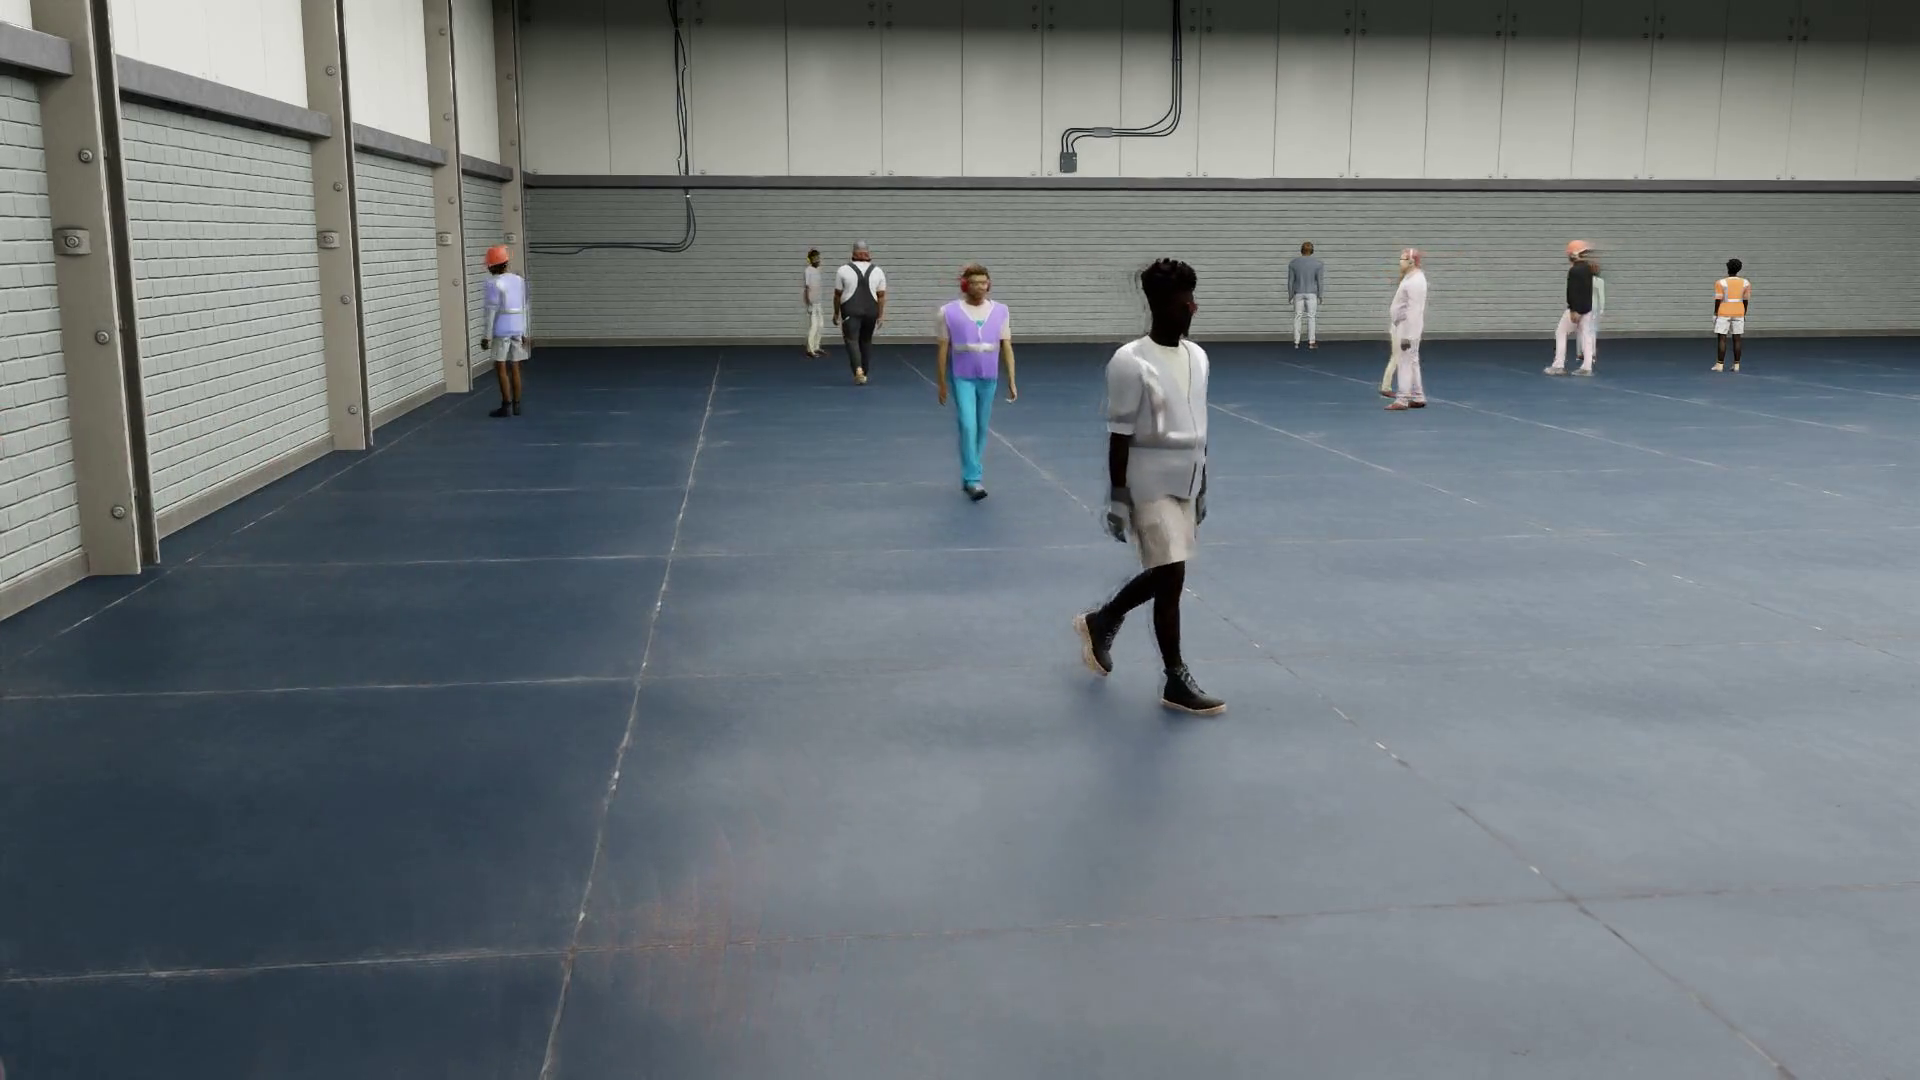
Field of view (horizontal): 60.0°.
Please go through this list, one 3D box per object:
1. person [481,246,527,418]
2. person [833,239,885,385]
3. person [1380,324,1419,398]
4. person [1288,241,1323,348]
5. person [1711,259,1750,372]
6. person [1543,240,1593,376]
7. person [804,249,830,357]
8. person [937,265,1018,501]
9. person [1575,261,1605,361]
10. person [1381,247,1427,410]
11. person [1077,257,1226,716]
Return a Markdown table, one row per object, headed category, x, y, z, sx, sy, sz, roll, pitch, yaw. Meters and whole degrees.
| category | x | y | z | sx | sy | sz | roll | pitch | yaw |
| --- | --- | --- | --- | --- | --- | --- | --- | --- | --- |
| person | -5.096 | -2.325 | 18.692 | 0.390 | 1.905 | 0.596 | 6 | 12 | 29 |
| person | -1.374 | -3.156 | 22.876 | 0.683 | 2.000 | 0.945 | -3 | 11 | -17 |
| person | 5.551 | -2.550 | 20.771 | 0.604 | 1.583 | 0.525 | 6 | 12 | 29 |
| person | 6.282 | -4.451 | 30.254 | 0.635 | 1.937 | 0.353 | 3 | 11 | 18 |
| person | 11.566 | -3.369 | 24.986 | 0.542 | 1.695 | 0.316 | 0 | 10 | -2 |
| person | 8.962 | -3.389 | 24.370 | 0.642 | 1.965 | 0.796 | -9 | 14 | -41 |
| person | -2.430 | -3.981 | 27.979 | 0.428 | 1.826 | 0.647 | 5 | 12 | 27 |
| person | 0.152 | -1.203 | 12.824 | 0.576 | 1.803 | 0.909 | -4 | 11 | -20 |
| person | 10.321 | -3.754 | 27.265 | 0.286 | 1.635 | 0.497 | -9 | 14 | -40 |
| person | 5.236 | -2.464 | 19.495 | 0.407 | 1.919 | 0.645 | 3 | 11 | 17 |
| person | 0.824 | -0.252 | 7.241 | 0.610 | 1.942 | 0.841 | -10 | 14 | -44 |
